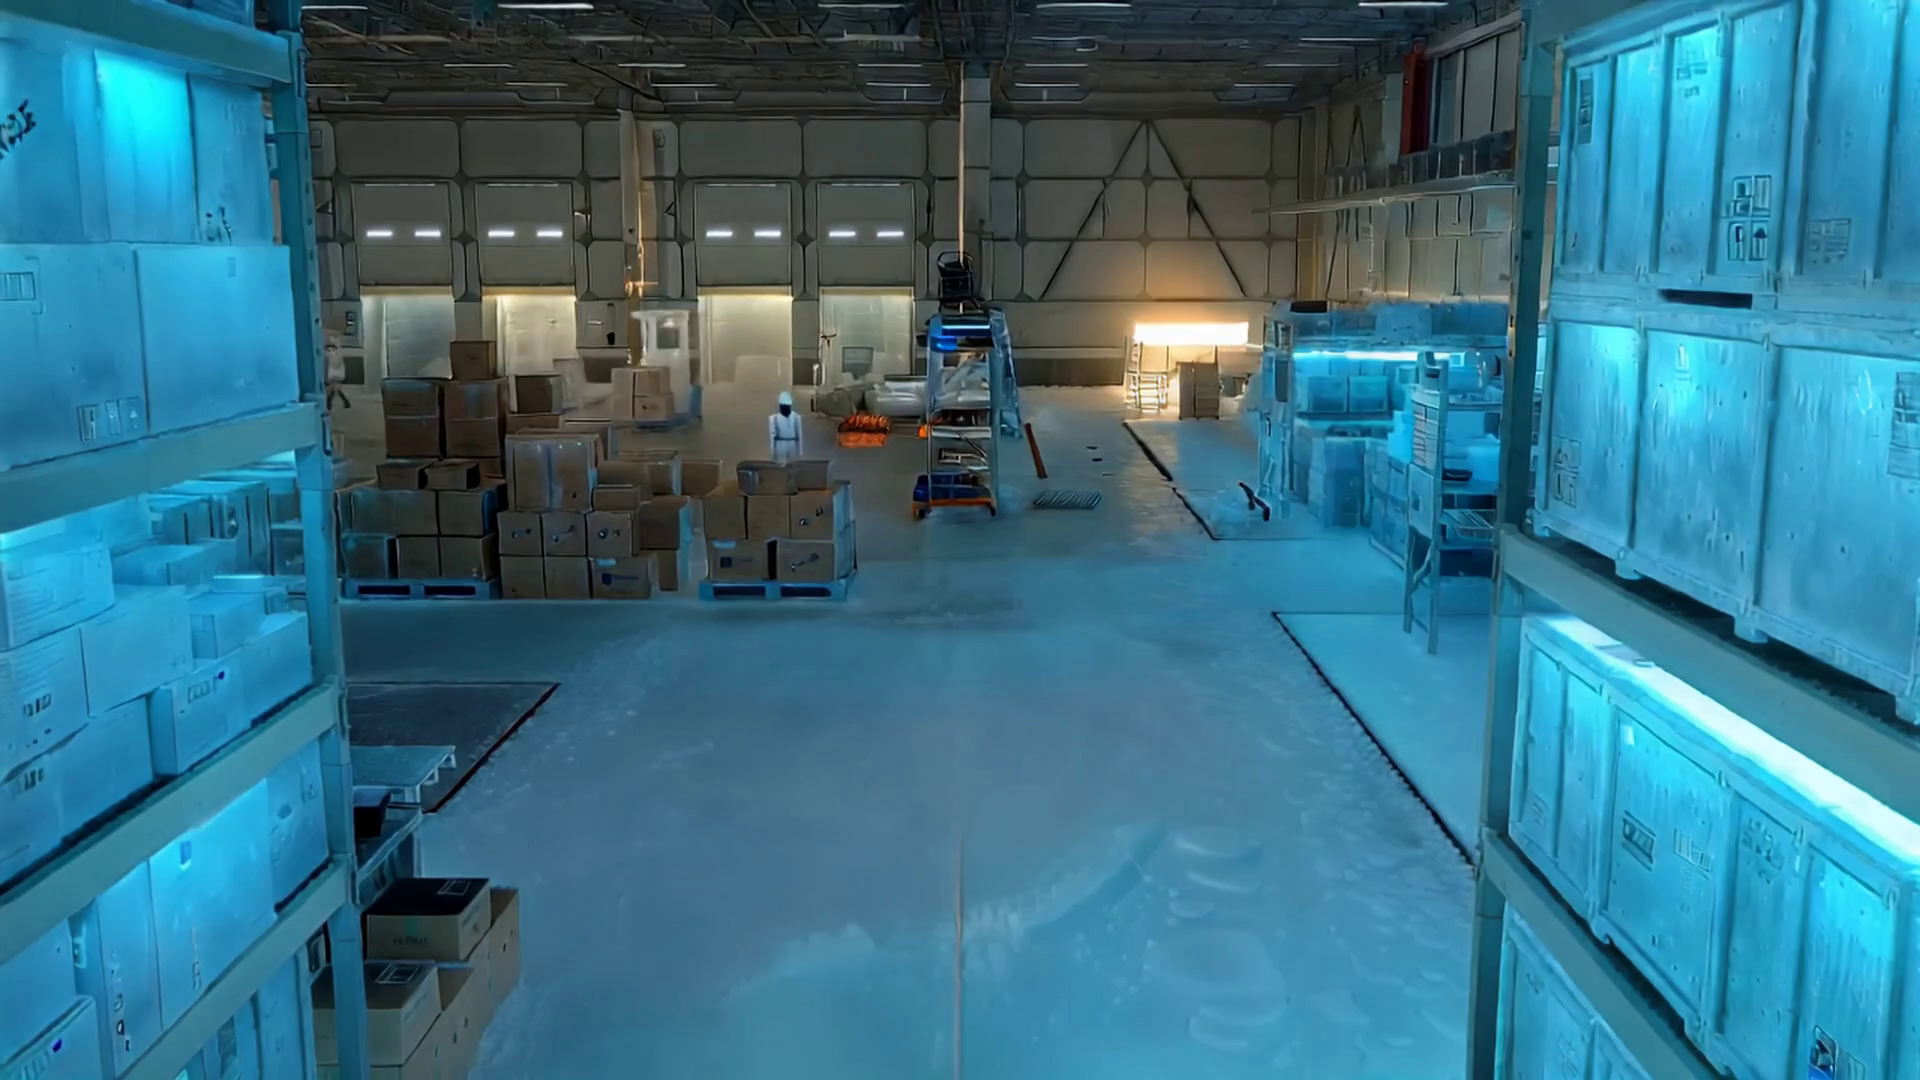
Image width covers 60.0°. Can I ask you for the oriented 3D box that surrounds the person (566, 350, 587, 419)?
[{"bbox_3d":[-8.763,-3.385,37.993,0.446,1.918,0.632,1,10,5],"label":"person"}]

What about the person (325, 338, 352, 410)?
[{"bbox_3d":[-16.452,-4.374,43.806,0.993,1.895,0.544,2,10,11],"label":"person"}]

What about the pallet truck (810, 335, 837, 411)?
[{"bbox_3d":[-3.021,-4.312,43.126,1.885,1.965,0.823,3,10,17],"label":"pallet truck"}]

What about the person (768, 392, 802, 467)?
[{"bbox_3d":[-2.839,-1.459,26.947,0.555,1.906,0.912,-3,10,-17],"label":"person"}]

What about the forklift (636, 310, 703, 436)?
[{"bbox_3d":[-6.631,-3.862,37.981,1.129,2.768,1.873,1,10,5],"label":"forklift"}]

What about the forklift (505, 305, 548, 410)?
[{"bbox_3d":[-10.736,-4.433,41.277,1.129,2.768,1.873,0,10,1],"label":"forklift"}]

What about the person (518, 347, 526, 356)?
[{"bbox_3d":[-11.247,-4.107,42.810,0.541,1.695,0.316,-8,13,-40],"label":"person"}]
